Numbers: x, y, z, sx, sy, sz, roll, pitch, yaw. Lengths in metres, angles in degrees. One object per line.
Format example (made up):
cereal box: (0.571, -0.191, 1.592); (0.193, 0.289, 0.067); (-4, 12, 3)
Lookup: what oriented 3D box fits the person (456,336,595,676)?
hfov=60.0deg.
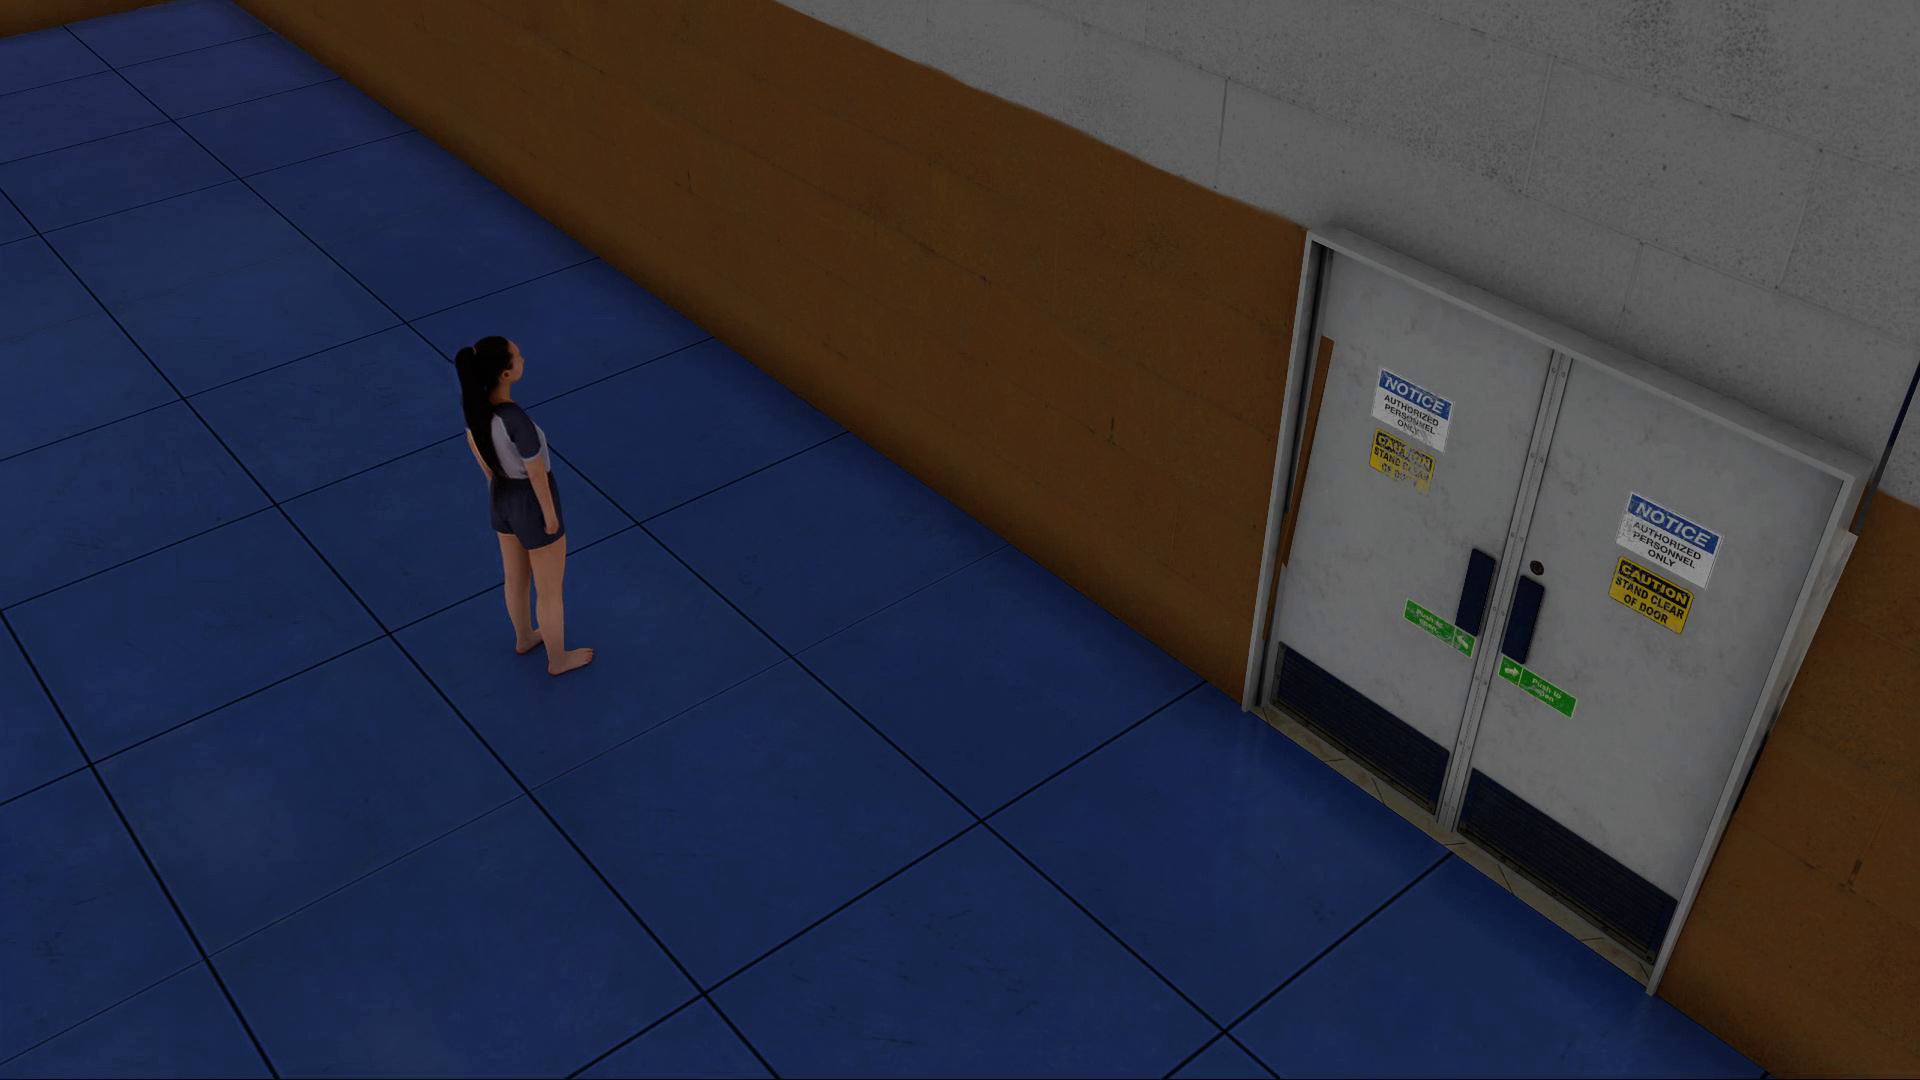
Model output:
person: (-1.869, -0.139, 7.084); (0.630, 1.650, 0.569); (27, 44, 31)
